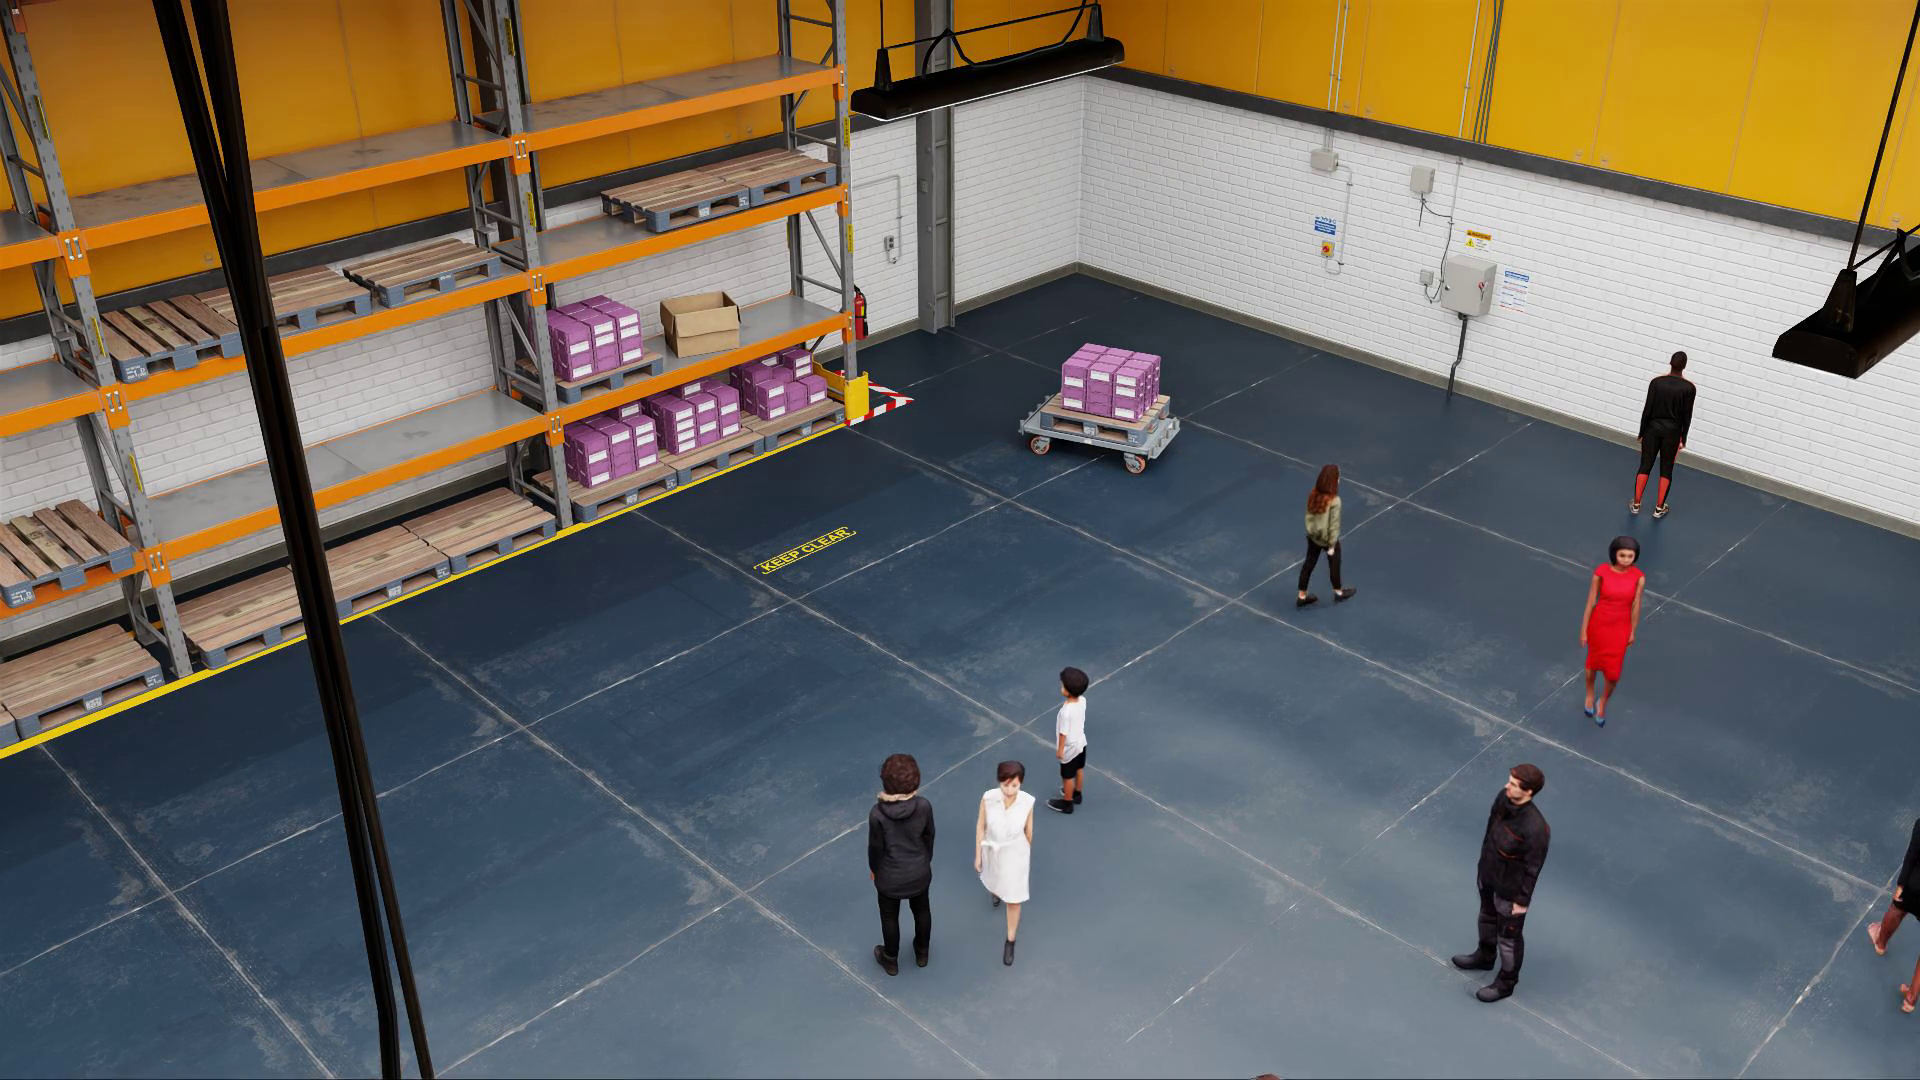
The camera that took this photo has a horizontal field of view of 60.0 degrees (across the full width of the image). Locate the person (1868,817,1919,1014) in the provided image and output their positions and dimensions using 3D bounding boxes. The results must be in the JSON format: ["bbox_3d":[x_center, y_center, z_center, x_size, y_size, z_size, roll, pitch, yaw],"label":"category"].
[{"bbox_3d":[6.430,2.375,10.975,0.916,1.691,1.122,9,30,16],"label":"person"}]

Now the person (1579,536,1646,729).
[{"bbox_3d":[5.449,0.708,13.986,0.720,1.734,0.765,8,30,14],"label":"person"}]

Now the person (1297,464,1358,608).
[{"bbox_3d":[3.348,-0.014,15.598,0.893,1.458,0.728,-15,32,-26],"label":"person"}]

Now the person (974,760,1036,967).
[{"bbox_3d":[0.300,2.138,11.589,0.949,1.519,1.070,3,29,6],"label":"person"}]

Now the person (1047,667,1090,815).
[{"bbox_3d":[0.878,1.554,12.932,0.579,1.257,0.467,18,34,30],"label":"person"}]

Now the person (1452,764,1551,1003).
[{"bbox_3d":[3.646,2.251,11.048,0.793,1.838,0.802,-6,29,-10],"label":"person"}]

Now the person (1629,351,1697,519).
[{"bbox_3d":[7.287,-1.112,17.245,0.687,1.807,0.639,14,31,24],"label":"person"}]

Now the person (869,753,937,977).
[{"bbox_3d":[-0.383,2.192,11.216,0.691,1.781,0.785,-9,30,-16],"label":"person"}]
